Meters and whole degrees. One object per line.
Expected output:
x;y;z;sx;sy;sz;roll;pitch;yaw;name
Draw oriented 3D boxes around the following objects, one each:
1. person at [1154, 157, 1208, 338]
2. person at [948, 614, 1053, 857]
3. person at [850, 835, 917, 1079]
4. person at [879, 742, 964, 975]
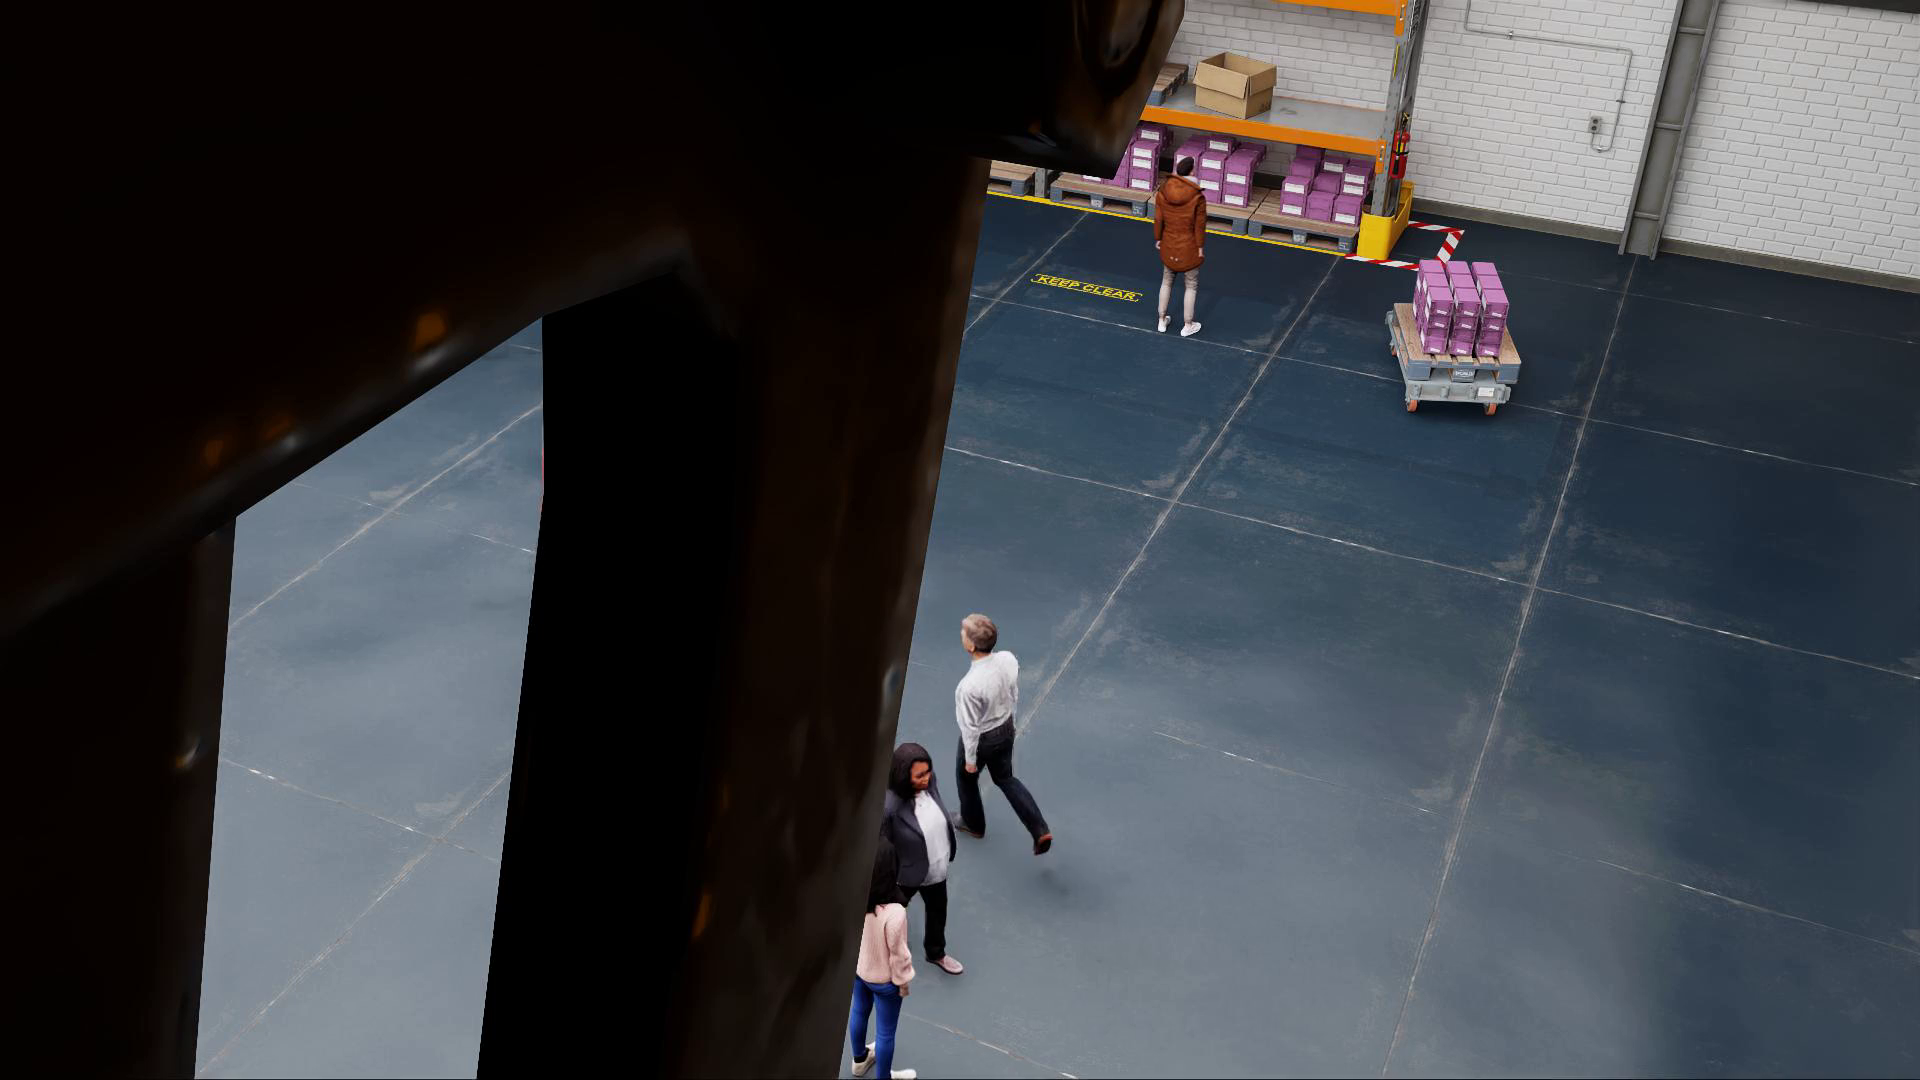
2.193;-2.910;16.484;0.659;1.839;0.788;18;38;26;person
0.227;1.255;10.258;1.136;1.794;0.847;27;42;34;person
-0.452;2.255;8.778;0.778;1.767;0.624;-27;42;-34;person
-0.338;1.805;9.624;1.093;1.580;0.838;26;41;33;person
